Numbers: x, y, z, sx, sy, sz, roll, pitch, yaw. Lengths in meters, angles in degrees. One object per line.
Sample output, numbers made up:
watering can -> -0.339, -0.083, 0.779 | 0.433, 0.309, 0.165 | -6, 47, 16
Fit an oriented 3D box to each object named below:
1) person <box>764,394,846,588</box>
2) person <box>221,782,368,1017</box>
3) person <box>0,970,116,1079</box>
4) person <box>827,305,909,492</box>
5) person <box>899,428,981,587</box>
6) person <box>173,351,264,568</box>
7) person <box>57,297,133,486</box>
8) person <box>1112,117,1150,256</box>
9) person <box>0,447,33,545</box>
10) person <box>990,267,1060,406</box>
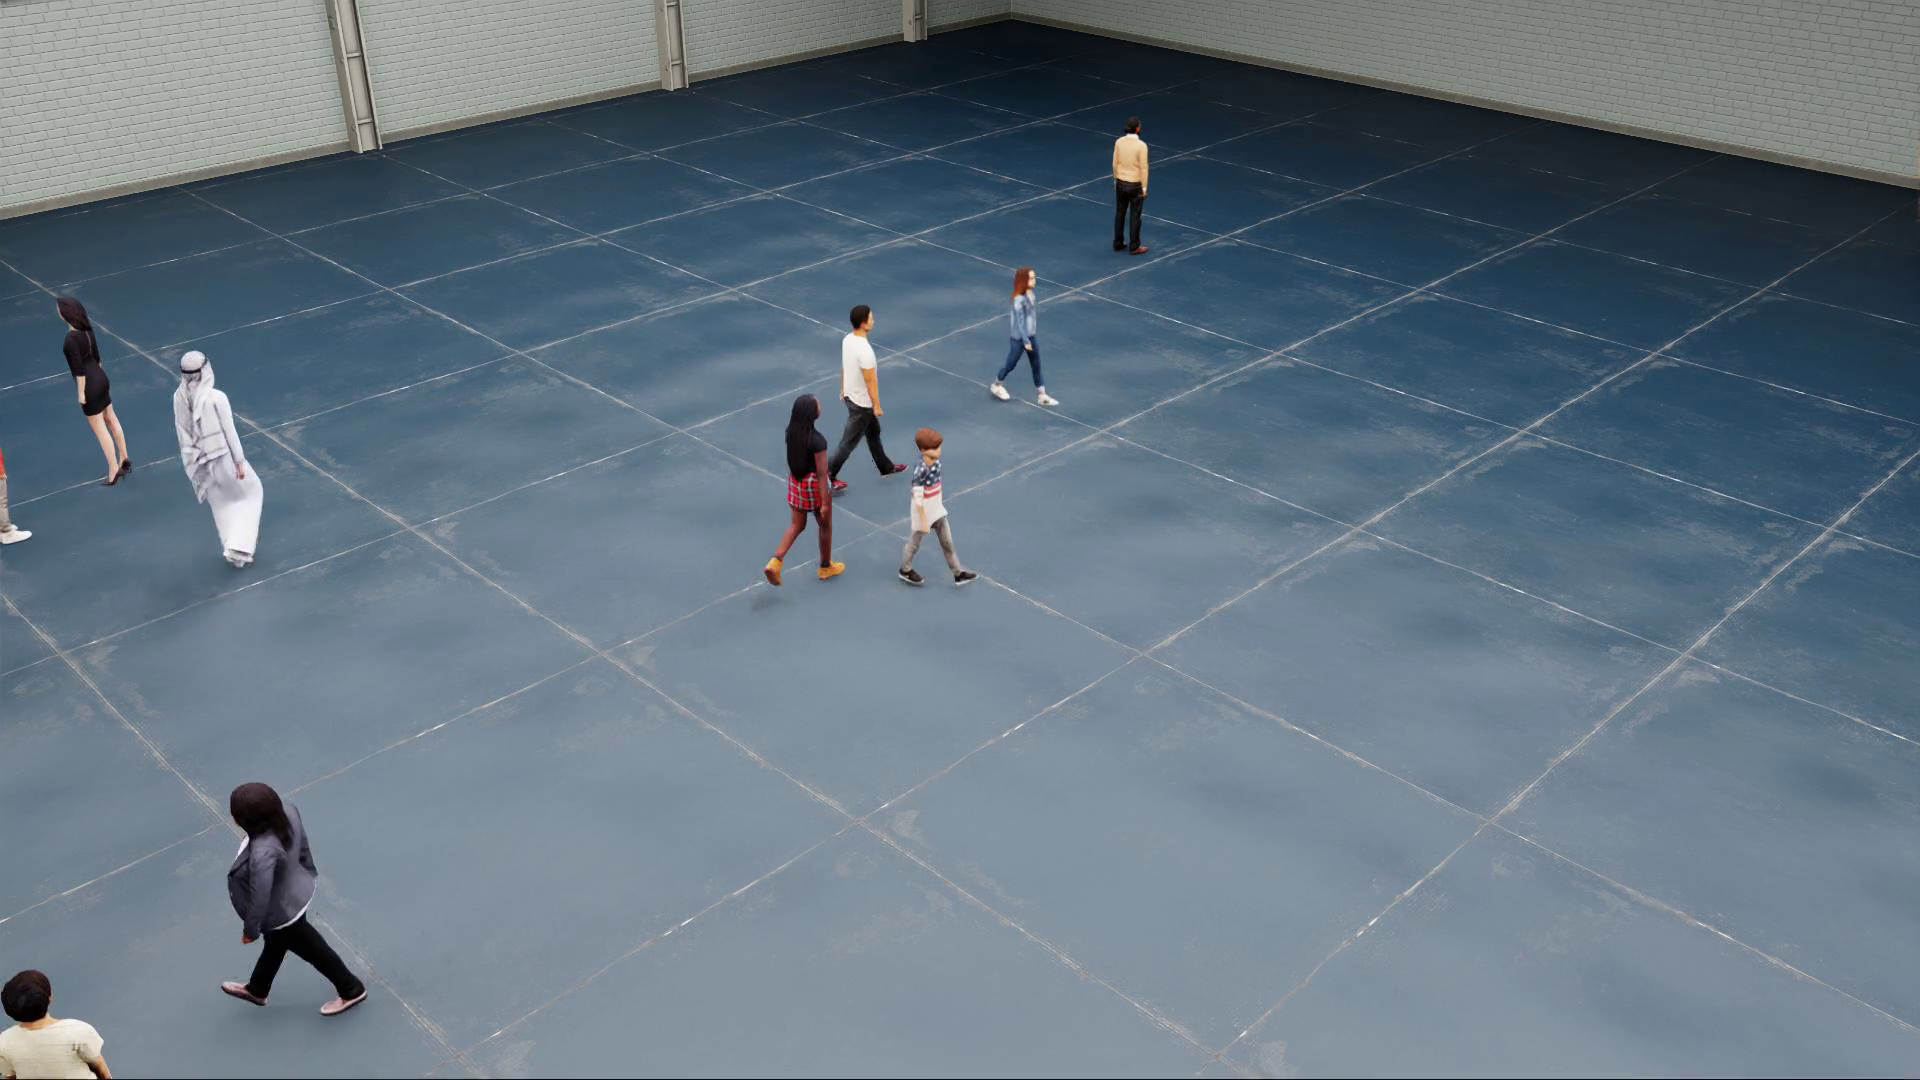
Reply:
person -> -1.293, -0.358, 13.563 | 0.660, 1.702, 1.045 | 22, 35, 35
person -> -3.674, 2.018, 9.254 | 1.156, 1.559, 1.022 | -7, 29, -13
person -> -4.239, 2.756, 7.872 | 0.998, 1.555, 0.988 | -4, 28, -8
person -> -1.003, -1.241, 15.165 | 1.246, 1.755, 0.948 | -12, 30, -21
person -> -0.327, -0.257, 13.693 | 0.713, 1.402, 0.913 | 17, 32, 28
person -> -6.230, -0.611, 13.817 | 0.888, 1.910, 0.957 | 4, 28, 8
person -> -8.016, -1.383, 15.381 | 0.715, 1.803, 0.656 | 0, 28, 0
person -> 2.186, -4.565, 21.408 | 0.684, 1.753, 0.600 | 20, 34, 33
person -> -8.430, -0.644, 14.405 | 0.552, 1.416, 0.510 | 18, 33, 30
person -> 0.576, -2.076, 17.060 | 0.762, 1.446, 0.991 | 16, 32, 27
